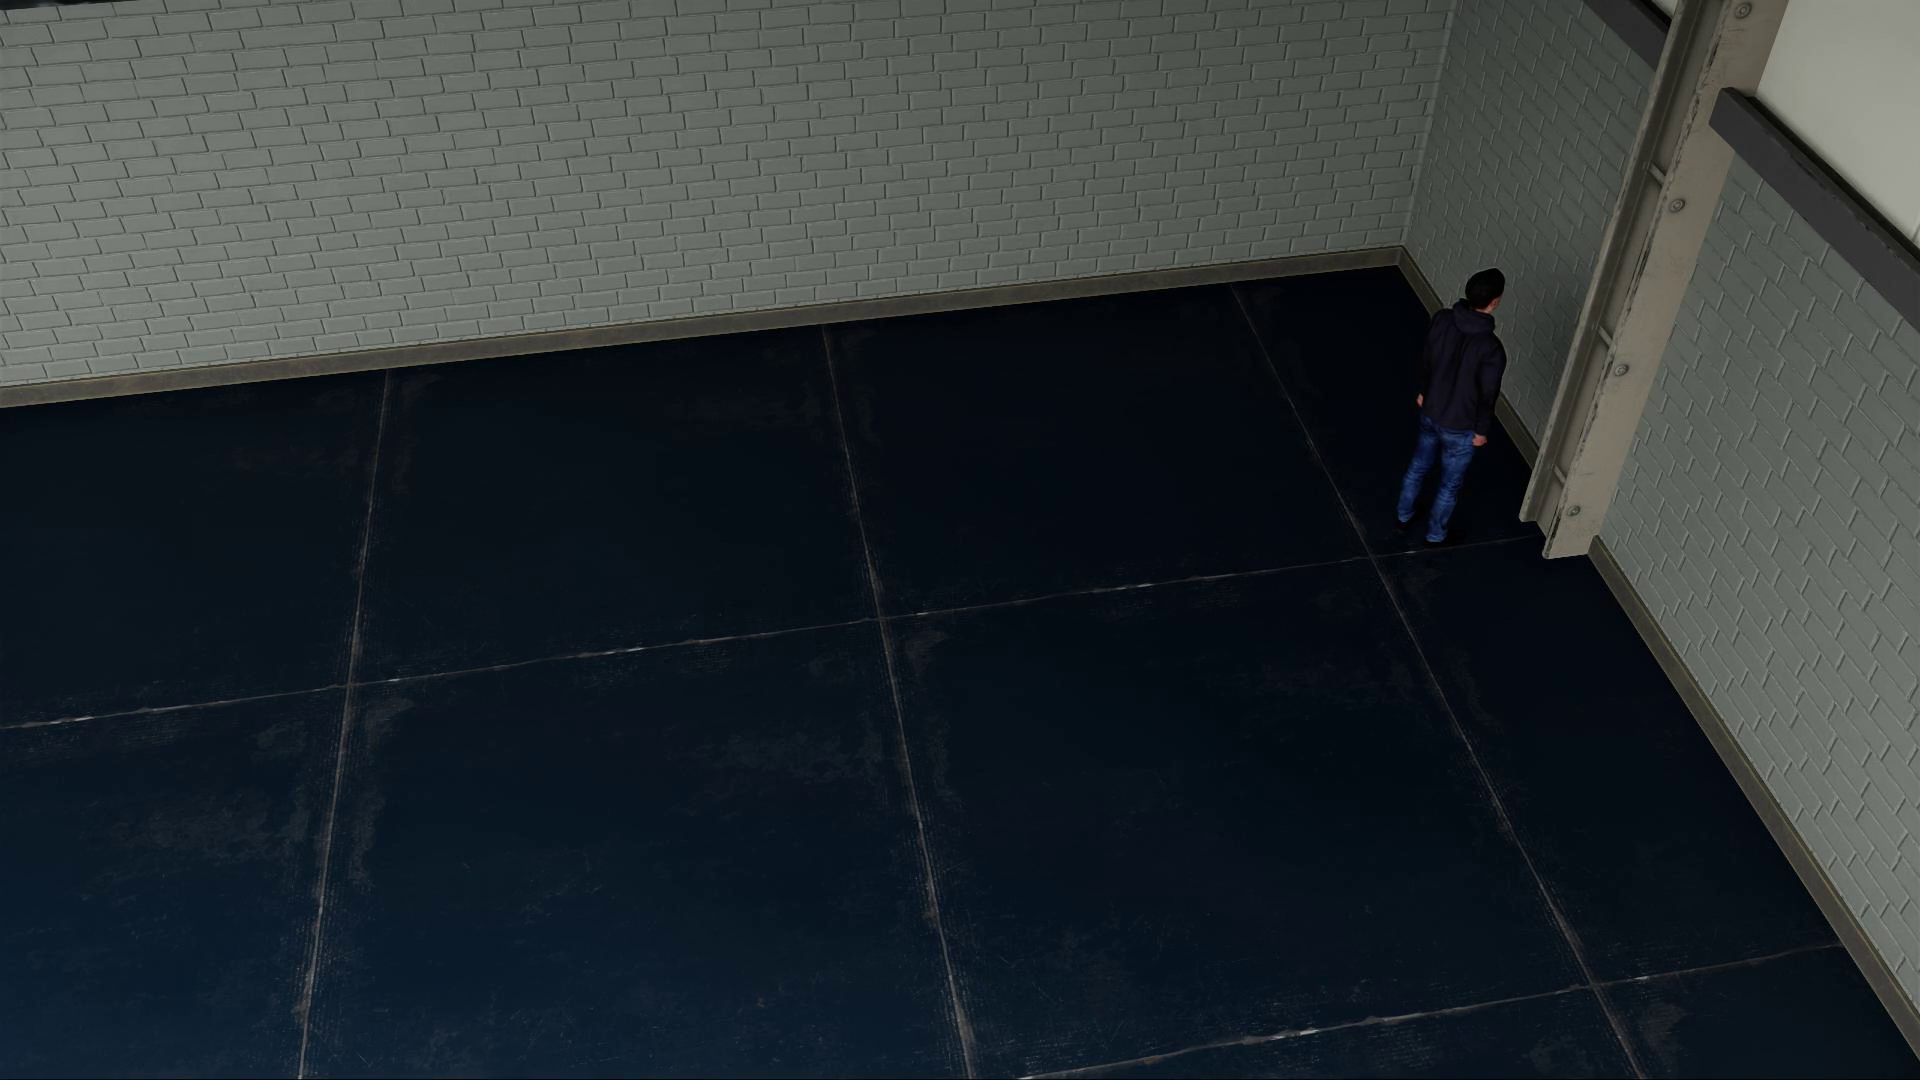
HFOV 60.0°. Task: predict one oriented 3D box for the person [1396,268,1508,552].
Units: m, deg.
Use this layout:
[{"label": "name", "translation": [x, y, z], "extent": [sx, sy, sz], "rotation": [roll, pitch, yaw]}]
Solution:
[{"label": "person", "translation": [2.822, -0.731, 9.561], "extent": [0.814, 1.894, 0.673], "rotation": [-26, 49, -25]}]
